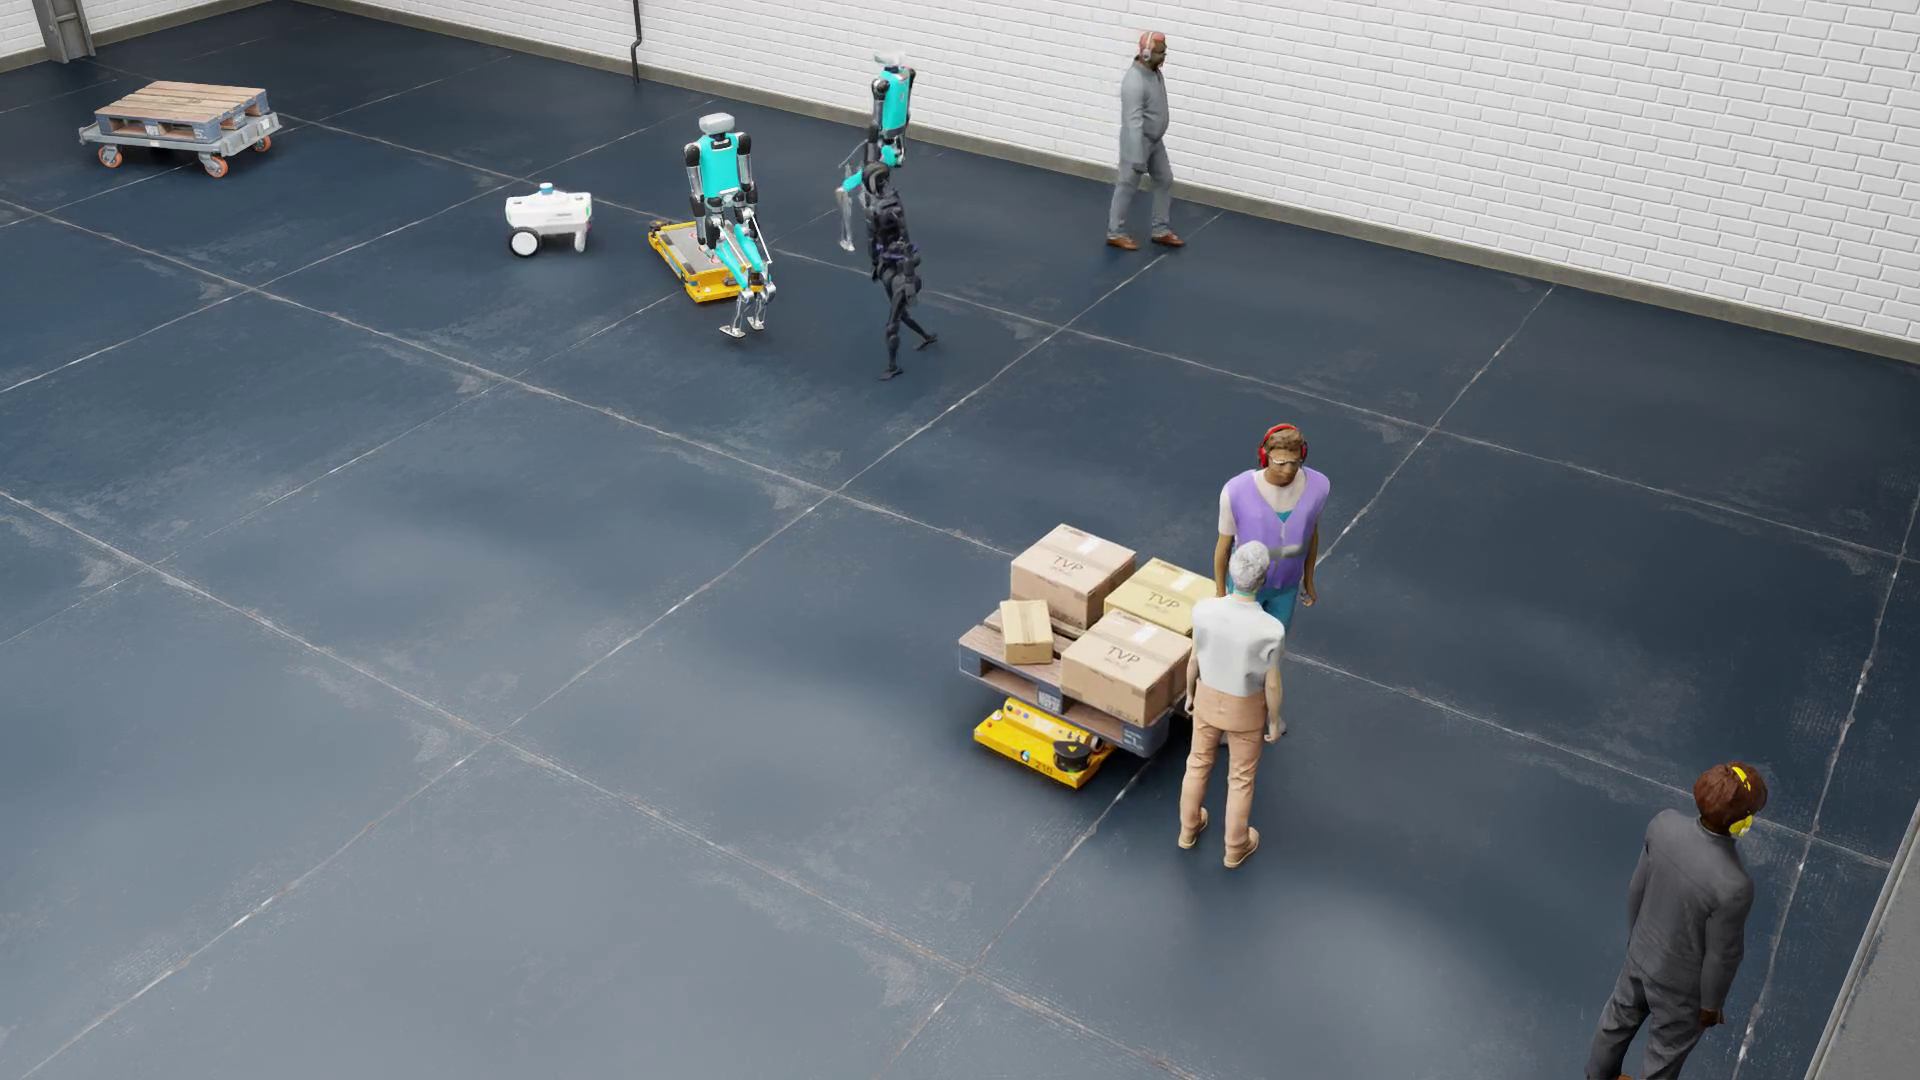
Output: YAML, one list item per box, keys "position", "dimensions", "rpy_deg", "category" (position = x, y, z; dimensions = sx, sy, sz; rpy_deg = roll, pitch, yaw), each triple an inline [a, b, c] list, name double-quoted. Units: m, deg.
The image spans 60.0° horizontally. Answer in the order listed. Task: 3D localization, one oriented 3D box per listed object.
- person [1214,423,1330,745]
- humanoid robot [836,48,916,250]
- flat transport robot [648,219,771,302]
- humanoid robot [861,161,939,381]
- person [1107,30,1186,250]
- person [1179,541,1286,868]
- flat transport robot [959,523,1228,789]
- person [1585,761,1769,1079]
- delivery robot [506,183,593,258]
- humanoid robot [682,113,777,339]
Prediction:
- position: [1.551, 0.209, 8.476]
  dimensions: [0.562, 1.842, 0.391]
  rpy_deg: [-7, 33, -11]
  category: "person"
- position: [-0.794, -3.282, 14.034]
  dimensions: [0.824, 1.787, 0.534]
  rpy_deg: [18, 37, 25]
  category: "humanoid robot"
- position: [-2.112, -2.384, 13.966]
  dimensions: [0.659, 0.231, 1.431]
  rpy_deg: [-14, 35, -20]
  category: "flat transport robot"
- position: [-0.391, -1.994, 12.101]
  dimensions: [0.664, 1.631, 0.609]
  rpy_deg: [-19, 38, -27]
  category: "humanoid robot"
- position: [1.622, -3.297, 13.887]
  dimensions: [0.786, 1.879, 0.676]
  rpy_deg: [13, 35, 19]
  category: "person"
- position: [1.264, 0.769, 7.702]
  dimensions: [0.474, 1.738, 0.309]
  rpy_deg: [18, 37, 25]
  category: "person"
- position: [0.759, 0.787, 9.032]
  dimensions: [0.659, 0.231, 1.431]
  rpy_deg: [22, 39, 30]
  category: "flat transport robot"
- position: [2.706, 1.595, 6.291]
  dimensions: [0.356, 1.875, 0.491]
  rpy_deg: [-12, 35, -18]
  category: "person"
- position: [-3.553, -2.757, 14.295]
  dimensions: [0.780, 0.609, 0.508]
  rpy_deg: [-6, 33, -9]
  category: "delivery robot"
- position: [-1.634, -2.273, 12.317]
  dimensions: [0.533, 1.671, 0.735]
  rpy_deg: [-20, 38, -28]
  category: "humanoid robot"
